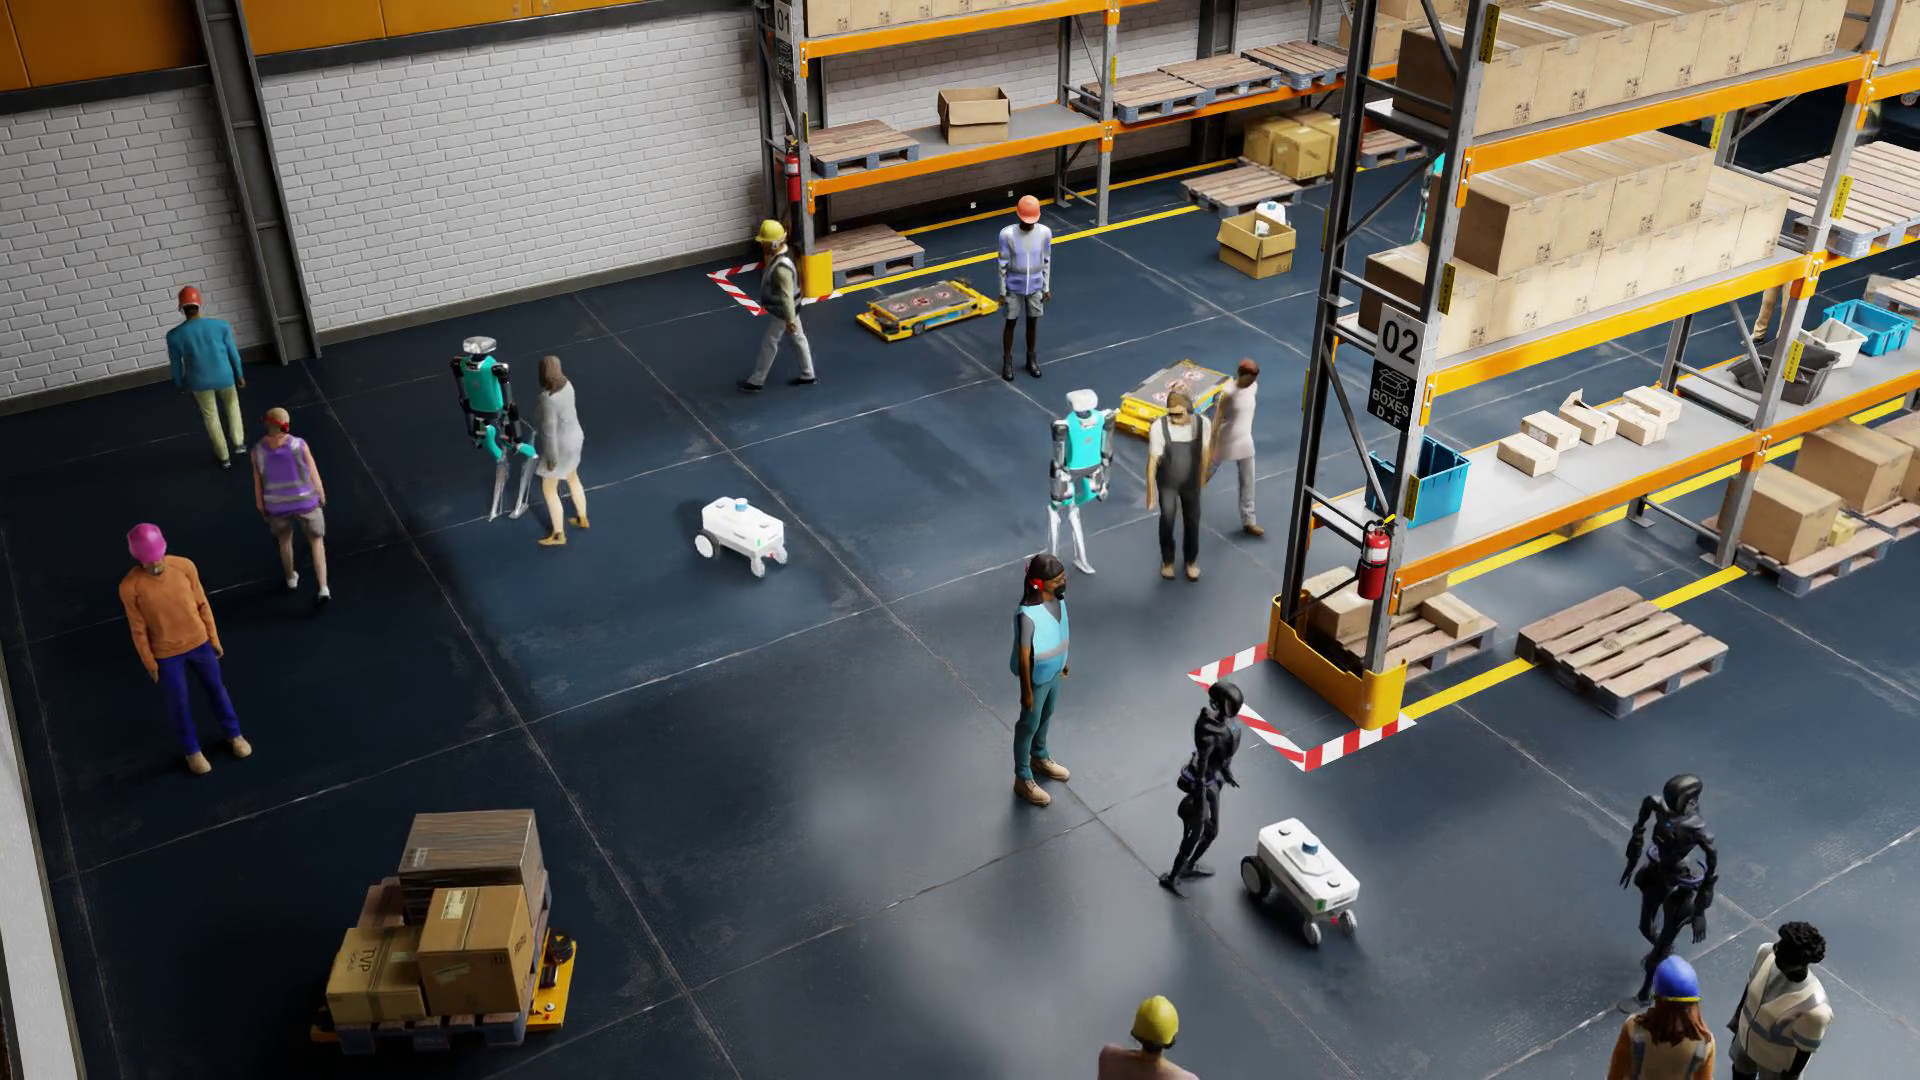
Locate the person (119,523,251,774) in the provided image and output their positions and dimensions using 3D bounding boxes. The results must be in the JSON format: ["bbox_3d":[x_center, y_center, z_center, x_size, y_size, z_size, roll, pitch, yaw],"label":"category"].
[{"bbox_3d":[-5.316,0.723,11.332,0.517,1.974,0.403,-25,40,-34],"label":"person"}]

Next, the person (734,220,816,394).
[{"bbox_3d":[-1.861,-2.285,16.303,0.894,1.789,0.591,-1,32,-2],"label":"person"}]

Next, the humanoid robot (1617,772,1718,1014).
[{"bbox_3d":[4.134,1.987,9.626,0.581,1.632,0.613,-16,36,-24],"label":"humanoid robot"}]

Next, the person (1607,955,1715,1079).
[{"bbox_3d":[3.403,2.827,8.180,0.479,1.752,0.581,10,34,16],"label":"person"}]

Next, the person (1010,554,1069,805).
[{"bbox_3d":[0.541,0.902,11.143,0.389,1.866,0.529,18,36,27],"label":"person"}]

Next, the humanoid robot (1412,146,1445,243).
[{"bbox_3d":[5.228,-3.634,18.544,0.717,1.846,0.551,-25,40,-34],"label":"humanoid robot"}]

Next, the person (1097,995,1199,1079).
[{"bbox_3d":[0.869,2.923,8.024,0.528,1.755,0.549,14,35,21],"label":"person"}]

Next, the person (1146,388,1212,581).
[{"bbox_3d":[1.733,-0.451,13.354,0.526,1.805,0.497,-2,32,-3],"label":"person"}]

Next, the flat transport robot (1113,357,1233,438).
[{"bbox_3d":[2.091,-1.387,16.295,0.659,0.231,1.431,22,38,31],"label":"flat transport robot"}]

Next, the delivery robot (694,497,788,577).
[{"bbox_3d":[-1.820,-0.074,13.928,0.793,0.590,0.499,23,39,32],"label":"delivery robot"}]

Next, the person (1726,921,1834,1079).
[{"bbox_3d":[4.170,2.612,8.582,0.320,1.693,0.534,-7,33,-10],"label":"person"}]

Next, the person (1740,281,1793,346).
[{"bbox_3d":[8.467,-2.738,17.056,0.341,1.743,0.572,-19,37,-28],"label":"person"}]

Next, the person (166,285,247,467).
[{"bbox_3d":[-6.819,-1.496,15.084,0.596,1.731,0.459,-16,35,-23],"label":"person"}]

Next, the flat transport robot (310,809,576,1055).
[{"bbox_3d":[-3.050,2.638,9.878,1.431,0.231,0.659,-2,32,-3],"label":"flat transport robot"}]

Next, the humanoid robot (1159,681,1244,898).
[{"bbox_3d":[1.510,1.520,10.336,0.409,1.644,0.599,16,35,23],"label":"humanoid robot"}]

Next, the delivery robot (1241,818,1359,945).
[{"bbox_3d":[2.168,2.106,10.465,0.499,0.604,0.808,-14,35,-21],"label":"delivery robot"}]

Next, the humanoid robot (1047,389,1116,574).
[{"bbox_3d":[0.891,-0.516,13.513,0.554,1.752,0.759,-11,34,-17],"label":"humanoid robot"}]

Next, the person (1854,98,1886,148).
[{"bbox_3d":[10.872,-4.753,20.200,0.581,1.827,0.624,-20,37,-29],"label":"person"}]

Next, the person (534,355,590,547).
[{"bbox_3d":[-3.381,-0.769,14.015,0.347,1.641,0.640,8,33,13],"label":"person"}]

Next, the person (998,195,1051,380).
[{"bbox_3d":[0.645,-2.509,16.526,0.542,1.928,0.372,-7,33,-11],"label":"person"}]

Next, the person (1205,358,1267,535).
[{"bbox_3d":[2.338,-0.845,14.177,0.528,1.598,0.840,-15,35,-23],"label":"person"}]

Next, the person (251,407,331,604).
[{"bbox_3d":[-5.296,-0.255,13.172,0.499,1.664,0.622,-5,32,-8],"label":"person"}]

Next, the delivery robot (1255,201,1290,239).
[{"bbox_3d":[3.681,-3.736,19.771,0.499,0.592,0.774,5,32,7],"label":"delivery robot"}]

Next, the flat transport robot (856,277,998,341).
[{"bbox_3d":[-0.358,-2.515,18.095,1.431,0.231,0.659,-20,37,-29],"label":"flat transport robot"}]

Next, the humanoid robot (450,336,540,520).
[{"bbox_3d":[-3.897,-0.971,14.280,0.538,1.839,0.664,10,33,16],"label":"humanoid robot"}]
